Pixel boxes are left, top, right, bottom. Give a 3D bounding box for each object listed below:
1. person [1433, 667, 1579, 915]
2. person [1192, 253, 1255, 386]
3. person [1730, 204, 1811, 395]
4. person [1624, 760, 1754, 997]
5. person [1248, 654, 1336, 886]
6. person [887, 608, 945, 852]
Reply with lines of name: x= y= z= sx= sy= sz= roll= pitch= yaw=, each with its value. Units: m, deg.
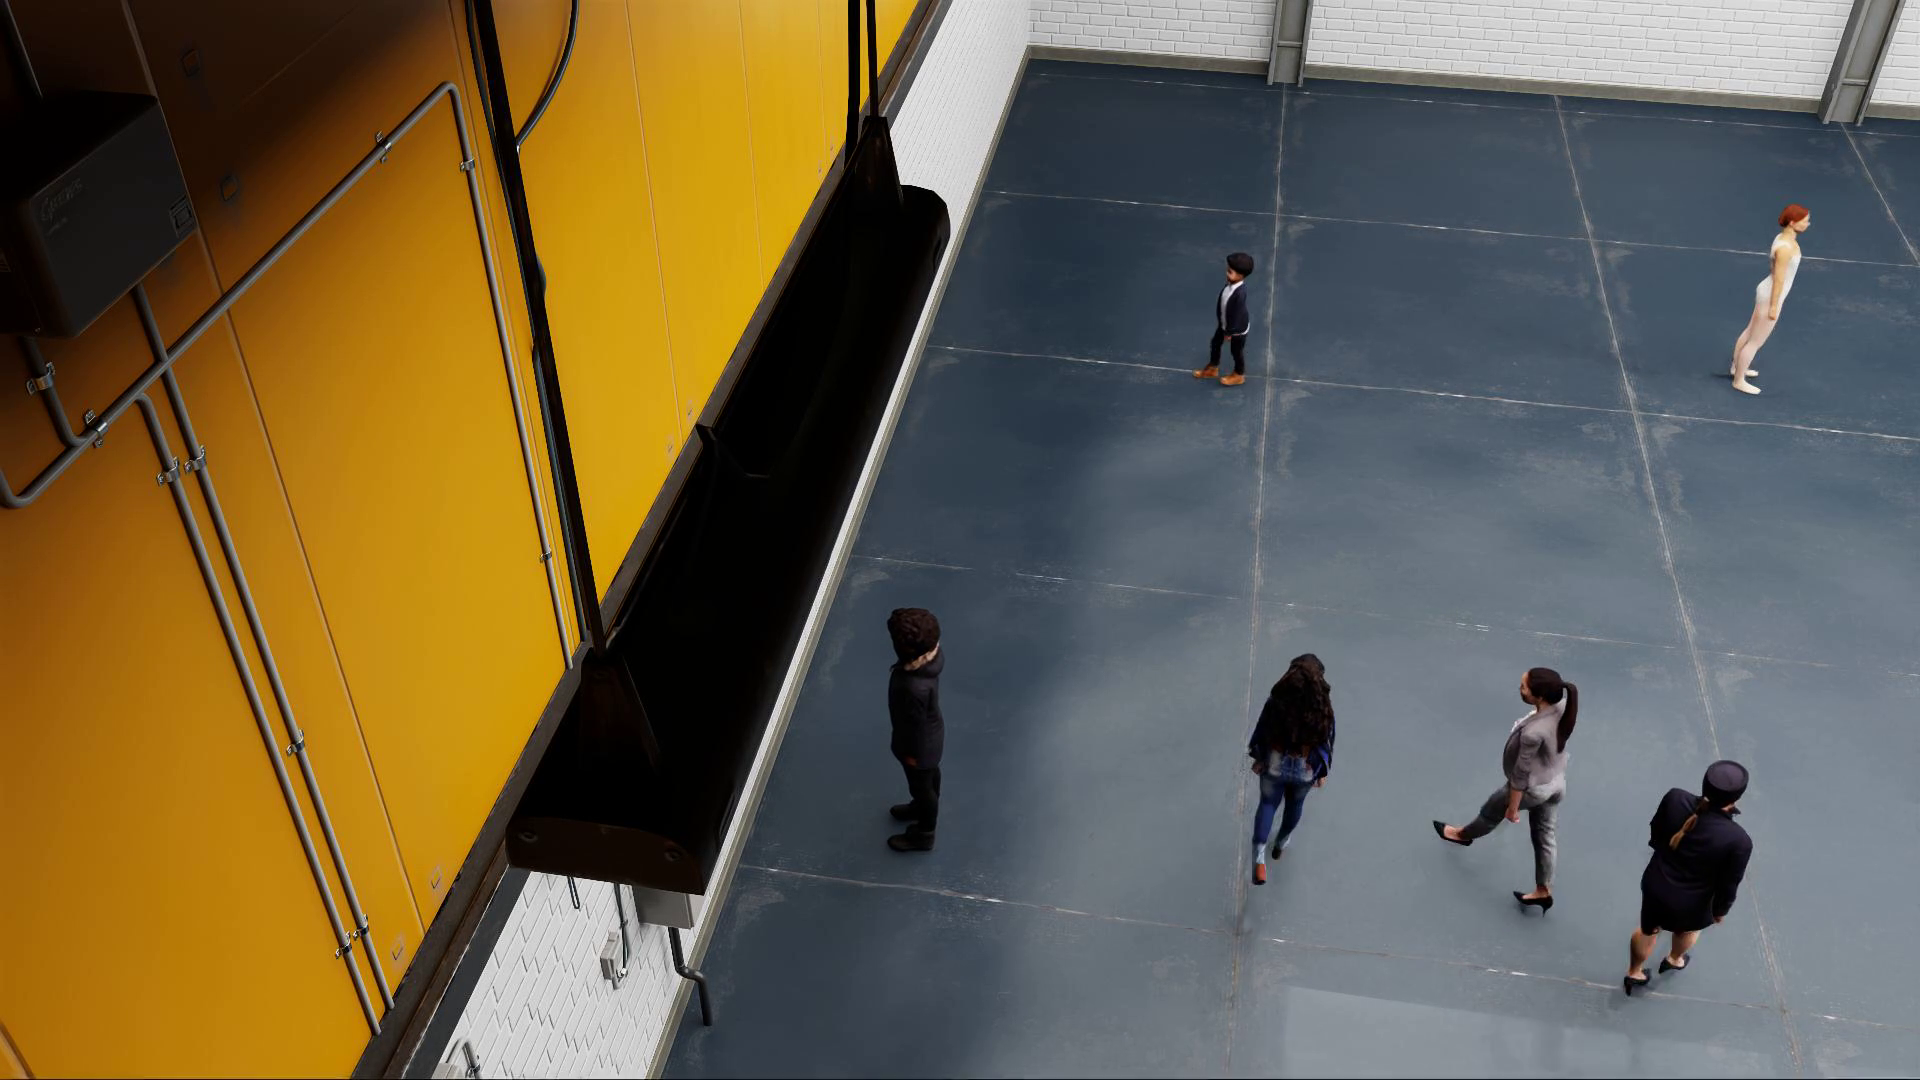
person: x=3.275 y=1.457 z=9.316 sx=1.051 sy=1.618 sz=1.137 roll=-28 pitch=46 yaw=-30
person: x=2.314 y=-1.813 z=13.735 sx=0.724 sy=1.213 sz=0.629 roll=-9 pitch=39 yaw=-11
person: x=6.623 y=-1.992 z=13.614 sx=0.532 sy=1.644 sz=0.576 roll=13 pitch=40 yaw=15
person: x=3.763 y=1.853 z=8.787 sx=0.963 sy=1.660 sz=0.900 roll=-25 pitch=45 yaw=-28
person: x=1.863 y=1.347 z=9.461 sx=0.860 sy=1.608 sz=0.773 roll=13 pitch=40 yaw=15
person: x=-0.228 y=1.100 z=9.637 sx=0.632 sy=1.774 sz=0.652 roll=0 pitch=39 yaw=0
